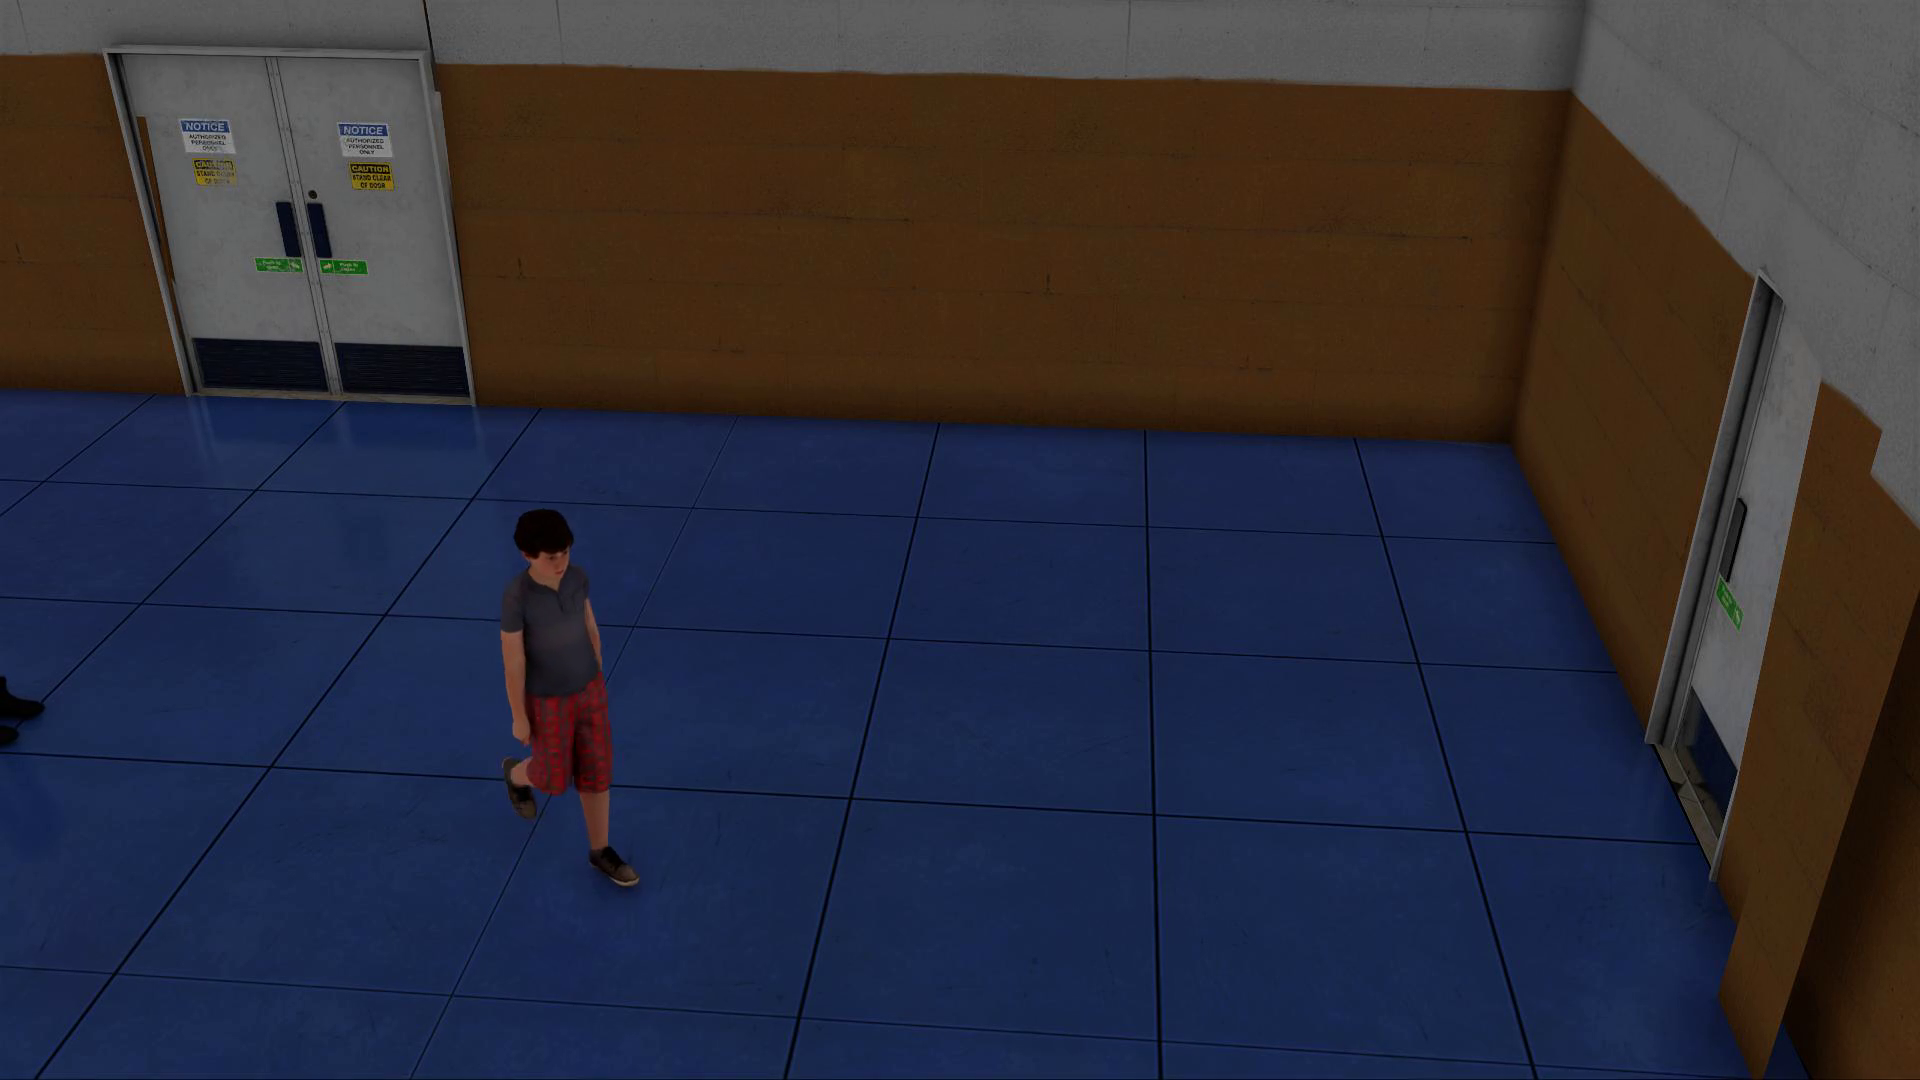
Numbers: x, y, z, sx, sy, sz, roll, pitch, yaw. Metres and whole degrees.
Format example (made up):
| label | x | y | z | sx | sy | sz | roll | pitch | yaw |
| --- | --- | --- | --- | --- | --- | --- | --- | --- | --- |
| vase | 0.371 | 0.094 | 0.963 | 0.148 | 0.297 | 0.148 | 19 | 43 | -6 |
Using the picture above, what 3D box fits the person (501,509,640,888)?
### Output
| label | x | y | z | sx | sy | sz | roll | pitch | yaw |
| --- | --- | --- | --- | --- | --- | --- | --- | --- | --- |
| person | -1.632 | 0.599 | 6.620 | 1.025 | 1.631 | 1.018 | 24 | 37 | 37 |
